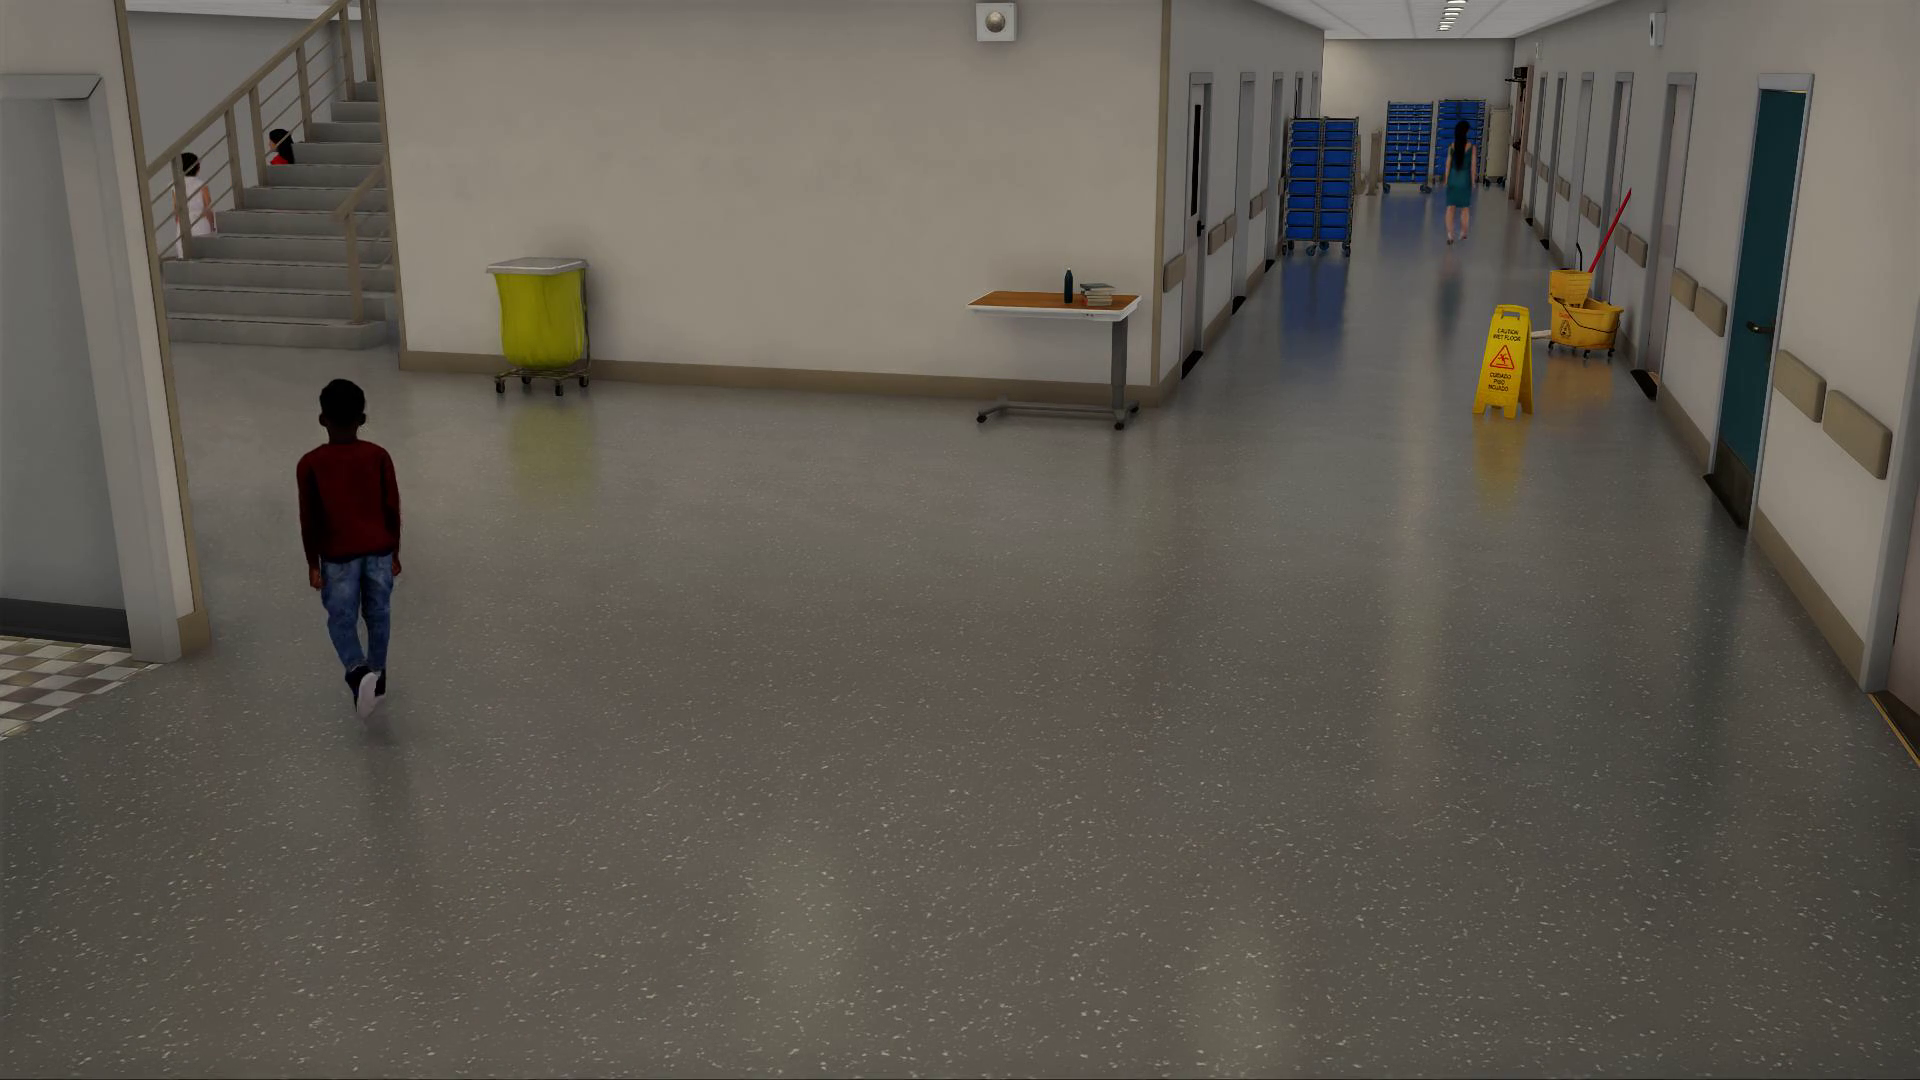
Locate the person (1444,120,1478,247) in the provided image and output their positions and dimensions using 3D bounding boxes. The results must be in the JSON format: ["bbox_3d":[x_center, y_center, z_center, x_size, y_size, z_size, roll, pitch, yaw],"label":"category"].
[{"bbox_3d":[6.725,-4.787,22.472,0.707,1.649,1.011,7,17,24],"label":"person"}]

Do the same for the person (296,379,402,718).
[{"bbox_3d":[-2.202,0.044,6.085,0.766,1.243,0.820,-9,18,-30],"label":"person"}]

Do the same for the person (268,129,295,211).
[{"bbox_3d":[-7.004,-3.407,17.397,0.776,1.747,0.686,-3,16,-10],"label":"person"}]

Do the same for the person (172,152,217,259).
[{"bbox_3d":[-7.570,-3.011,16.419,0.809,1.516,1.103,-2,16,-7],"label":"person"}]
